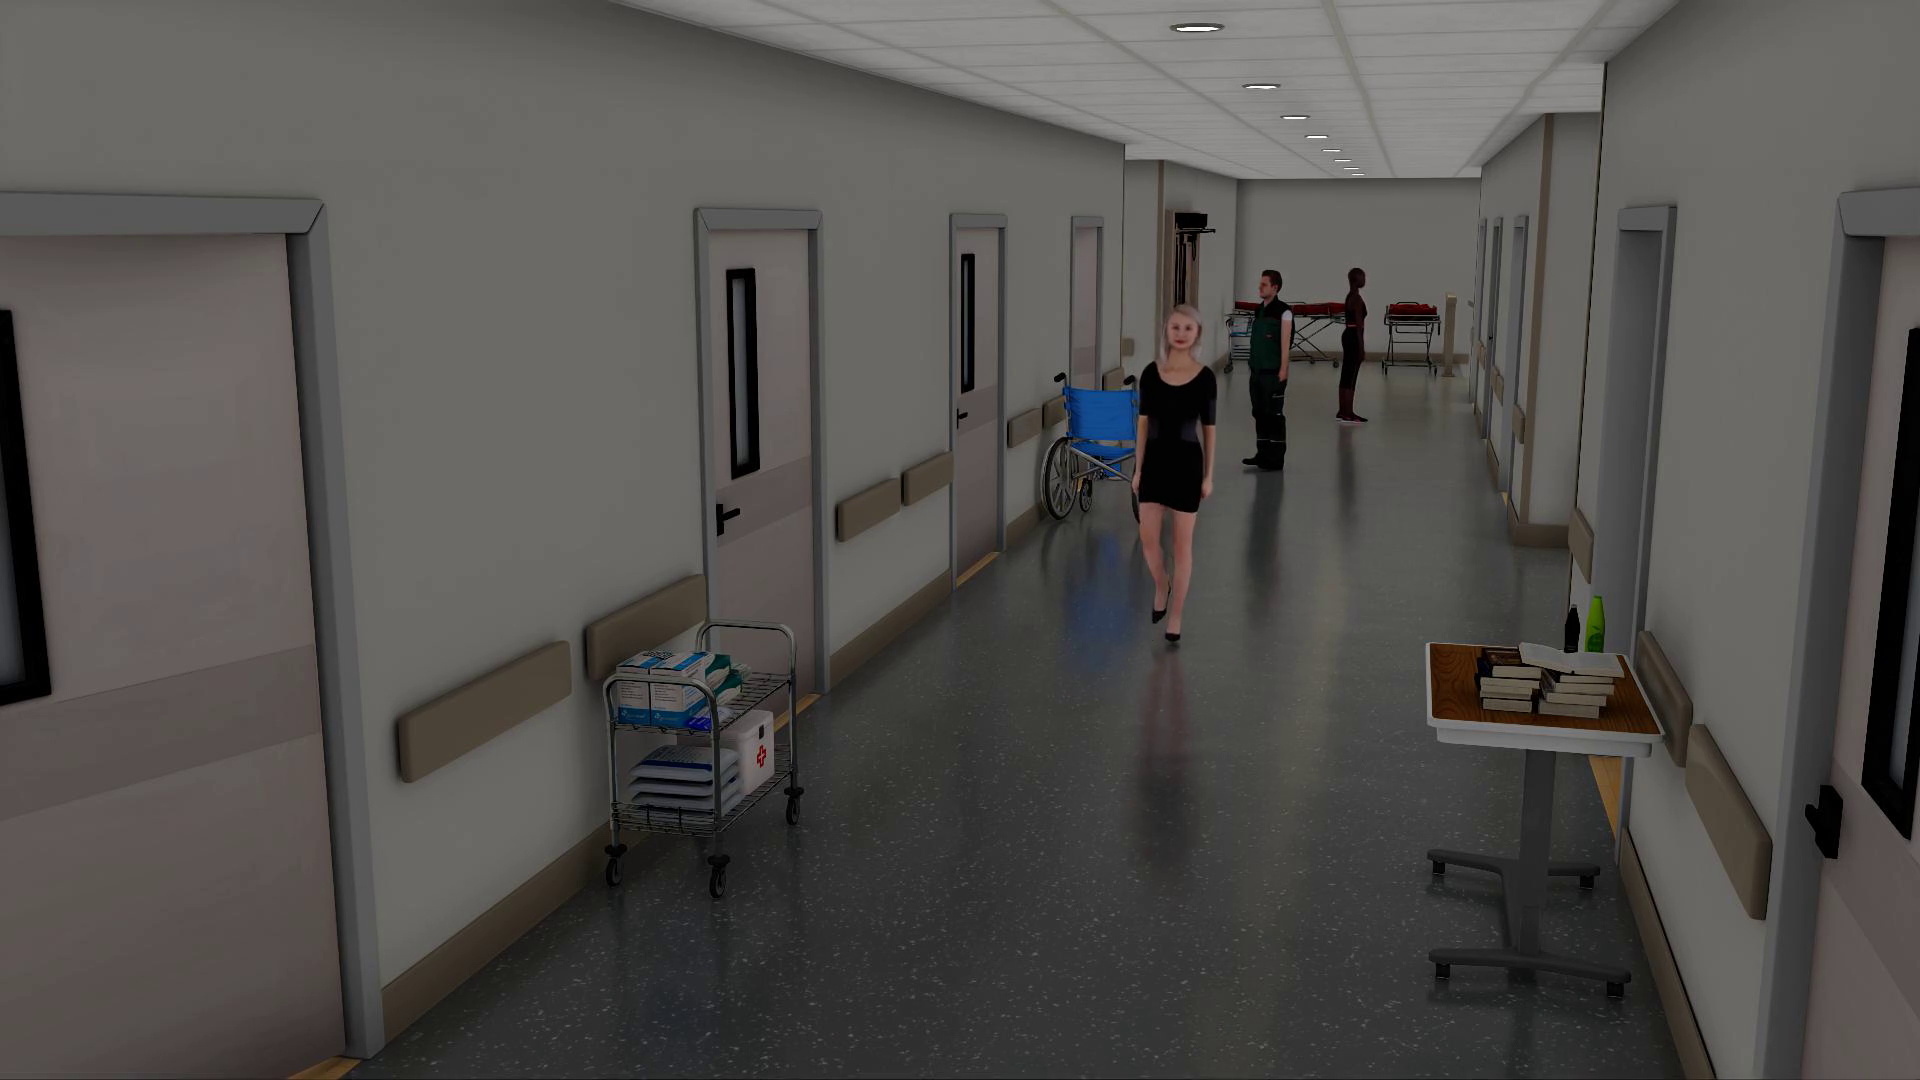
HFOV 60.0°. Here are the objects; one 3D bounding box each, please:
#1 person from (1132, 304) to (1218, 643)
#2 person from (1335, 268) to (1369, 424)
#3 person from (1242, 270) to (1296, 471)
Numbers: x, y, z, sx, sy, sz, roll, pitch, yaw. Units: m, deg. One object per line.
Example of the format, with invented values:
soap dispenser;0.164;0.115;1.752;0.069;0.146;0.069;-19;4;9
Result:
person;1.168;-0.358;9.038;0.599;1.816;0.653;3;11;14
person;4.499;-2.241;19.099;0.709;1.763;0.573;-1;11;-3
person;2.863;-1.579;15.393;0.789;1.841;0.715;-5;12;-25
